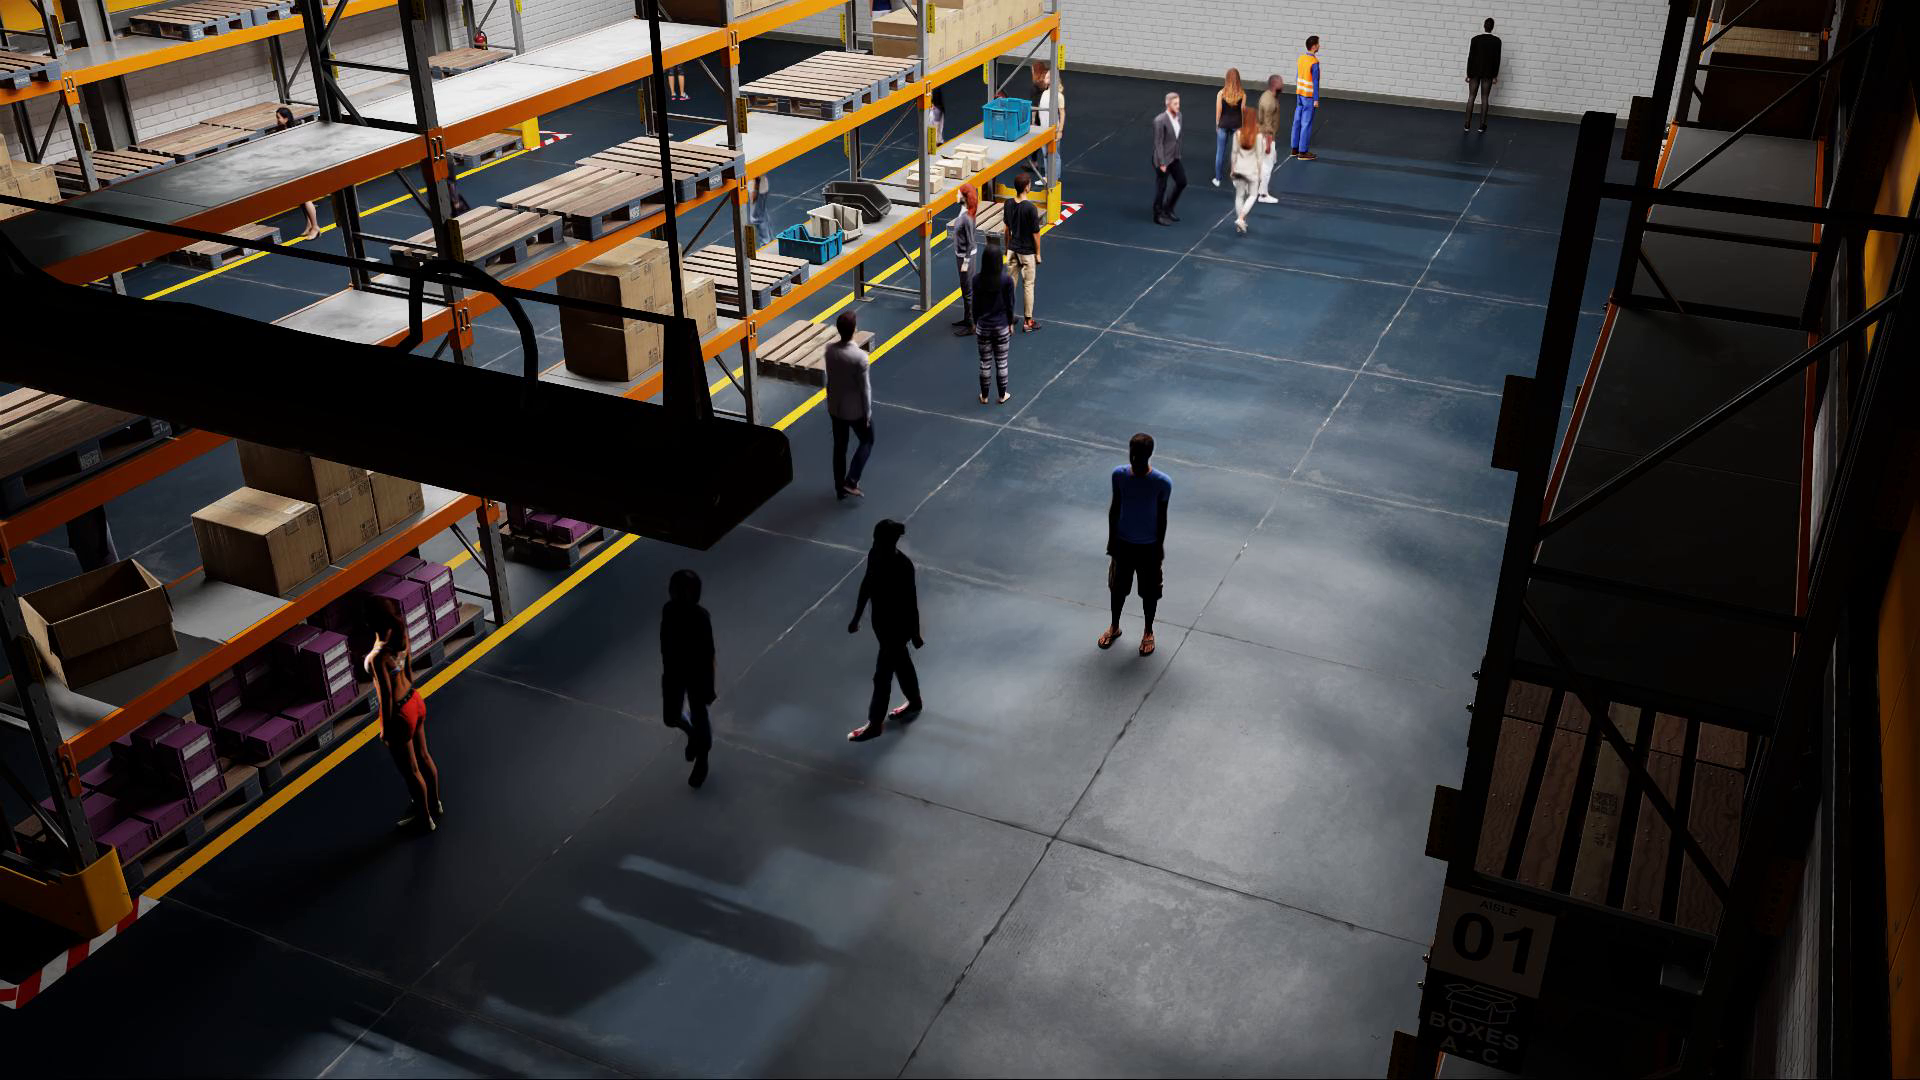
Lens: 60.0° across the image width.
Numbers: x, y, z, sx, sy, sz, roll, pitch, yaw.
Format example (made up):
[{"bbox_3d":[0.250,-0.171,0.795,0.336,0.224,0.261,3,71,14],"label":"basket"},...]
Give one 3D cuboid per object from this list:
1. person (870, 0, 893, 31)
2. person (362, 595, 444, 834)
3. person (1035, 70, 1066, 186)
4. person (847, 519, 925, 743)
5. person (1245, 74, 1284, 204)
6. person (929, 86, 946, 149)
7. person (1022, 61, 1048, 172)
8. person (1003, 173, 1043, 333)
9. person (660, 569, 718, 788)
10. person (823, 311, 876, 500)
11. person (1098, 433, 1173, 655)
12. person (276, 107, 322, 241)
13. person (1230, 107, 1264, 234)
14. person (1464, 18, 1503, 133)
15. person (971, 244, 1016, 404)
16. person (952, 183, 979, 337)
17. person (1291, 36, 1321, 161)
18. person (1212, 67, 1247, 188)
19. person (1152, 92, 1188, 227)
[{"bbox_3d":[-1.485,-10.064,31.606,0.688,1.836,0.765,-12,31,-22],"label":"person"},{"bbox_3d":[-3.719,1.159,11.079,0.697,1.789,0.553,5,29,9],"label":"person"},{"bbox_3d":[1.340,-5.999,24.272,0.694,1.723,0.701,-20,34,-32],"label":"person"},{"bbox_3d":[-0.423,0.596,12.174,1.076,1.730,0.938,-16,33,-27],"label":"person"},{"bbox_3d":[4.283,-5.699,23.636,0.928,1.804,0.867,4,29,8],"label":"person"},{"bbox_3d":[-0.294,-5.602,23.582,1.065,1.686,0.986,-10,30,-18],"label":"person"},{"bbox_3d":[1.248,-6.291,24.861,0.790,1.671,0.785,23,36,35],"label":"person"},{"bbox_3d":[0.712,-3.336,19.247,0.677,1.858,0.583,19,34,30],"label":"person"},{"bbox_3d":[-1.858,0.917,11.635,0.627,1.683,0.692,9,30,17],"label":"person"},{"bbox_3d":[-1.081,-1.187,15.329,0.681,1.839,0.671,14,31,23],"label":"person"},{"bbox_3d":[1.398,0.002,13.124,0.658,1.863,0.570,10,30,17],"label":"person"},{"bbox_3d":[-8.850,-4.891,22.192,0.797,1.769,0.774,-19,34,-31],"label":"person"},{"bbox_3d":[3.821,-4.926,22.330,0.642,1.698,0.795,16,33,27],"label":"person"},{"bbox_3d":[8.506,-7.584,27.096,0.681,1.800,0.571,10,30,17],"label":"person"},{"bbox_3d":[0.341,-2.261,17.408,0.661,1.734,0.616,4,29,7],"label":"person"},{"bbox_3d":[0.071,-3.240,19.154,0.712,1.780,0.606,-3,29,-6],"label":"person"},{"bbox_3d":[5.355,-6.836,25.659,0.837,1.864,0.786,-11,30,-19],"label":"person"},{"bbox_3d":[3.956,-6.051,24.365,0.658,1.723,0.640,3,29,5],"label":"person"},{"bbox_3d":[2.774,-5.238,22.770,0.882,1.825,0.740,25,37,38],"label":"person"}]
